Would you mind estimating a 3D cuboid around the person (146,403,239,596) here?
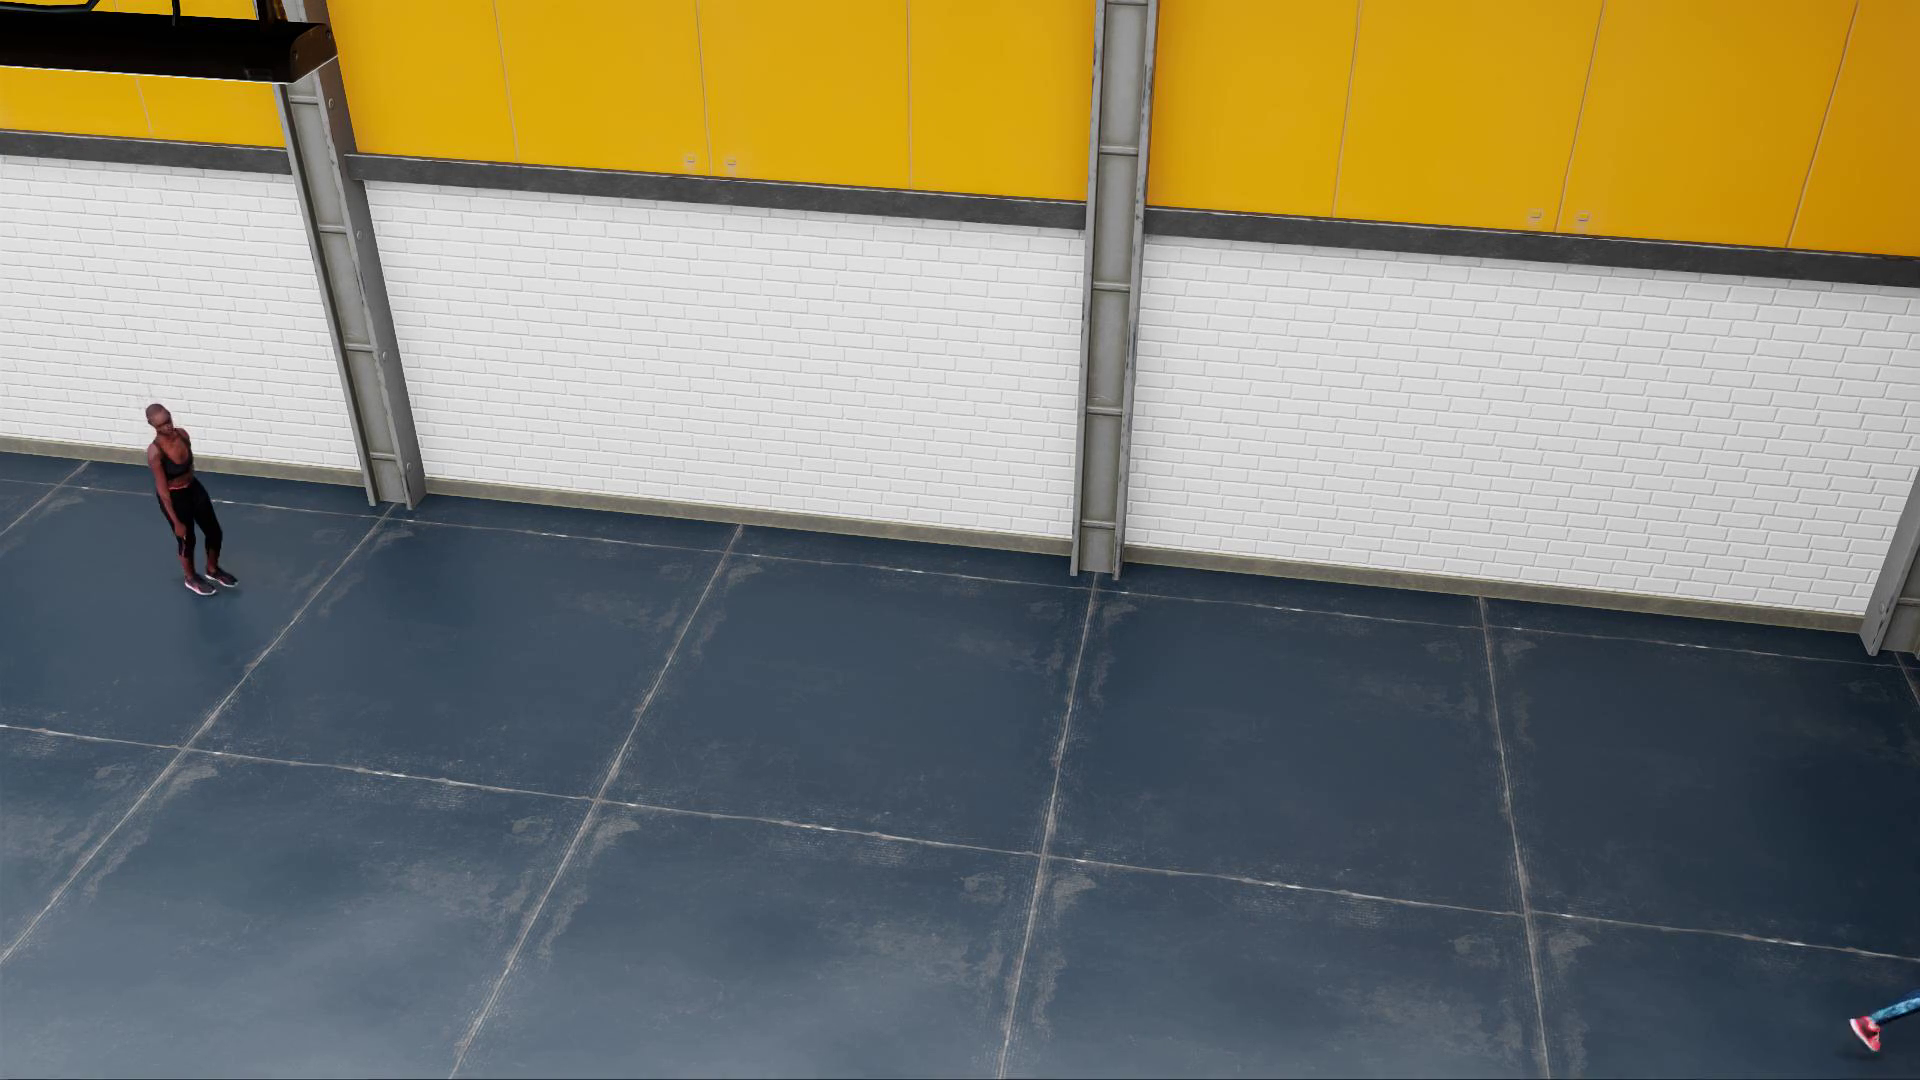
[{"bbox_3d":[-5.932,-0.310,12.606,0.738,1.727,0.676,7,34,10],"label":"person"}]
